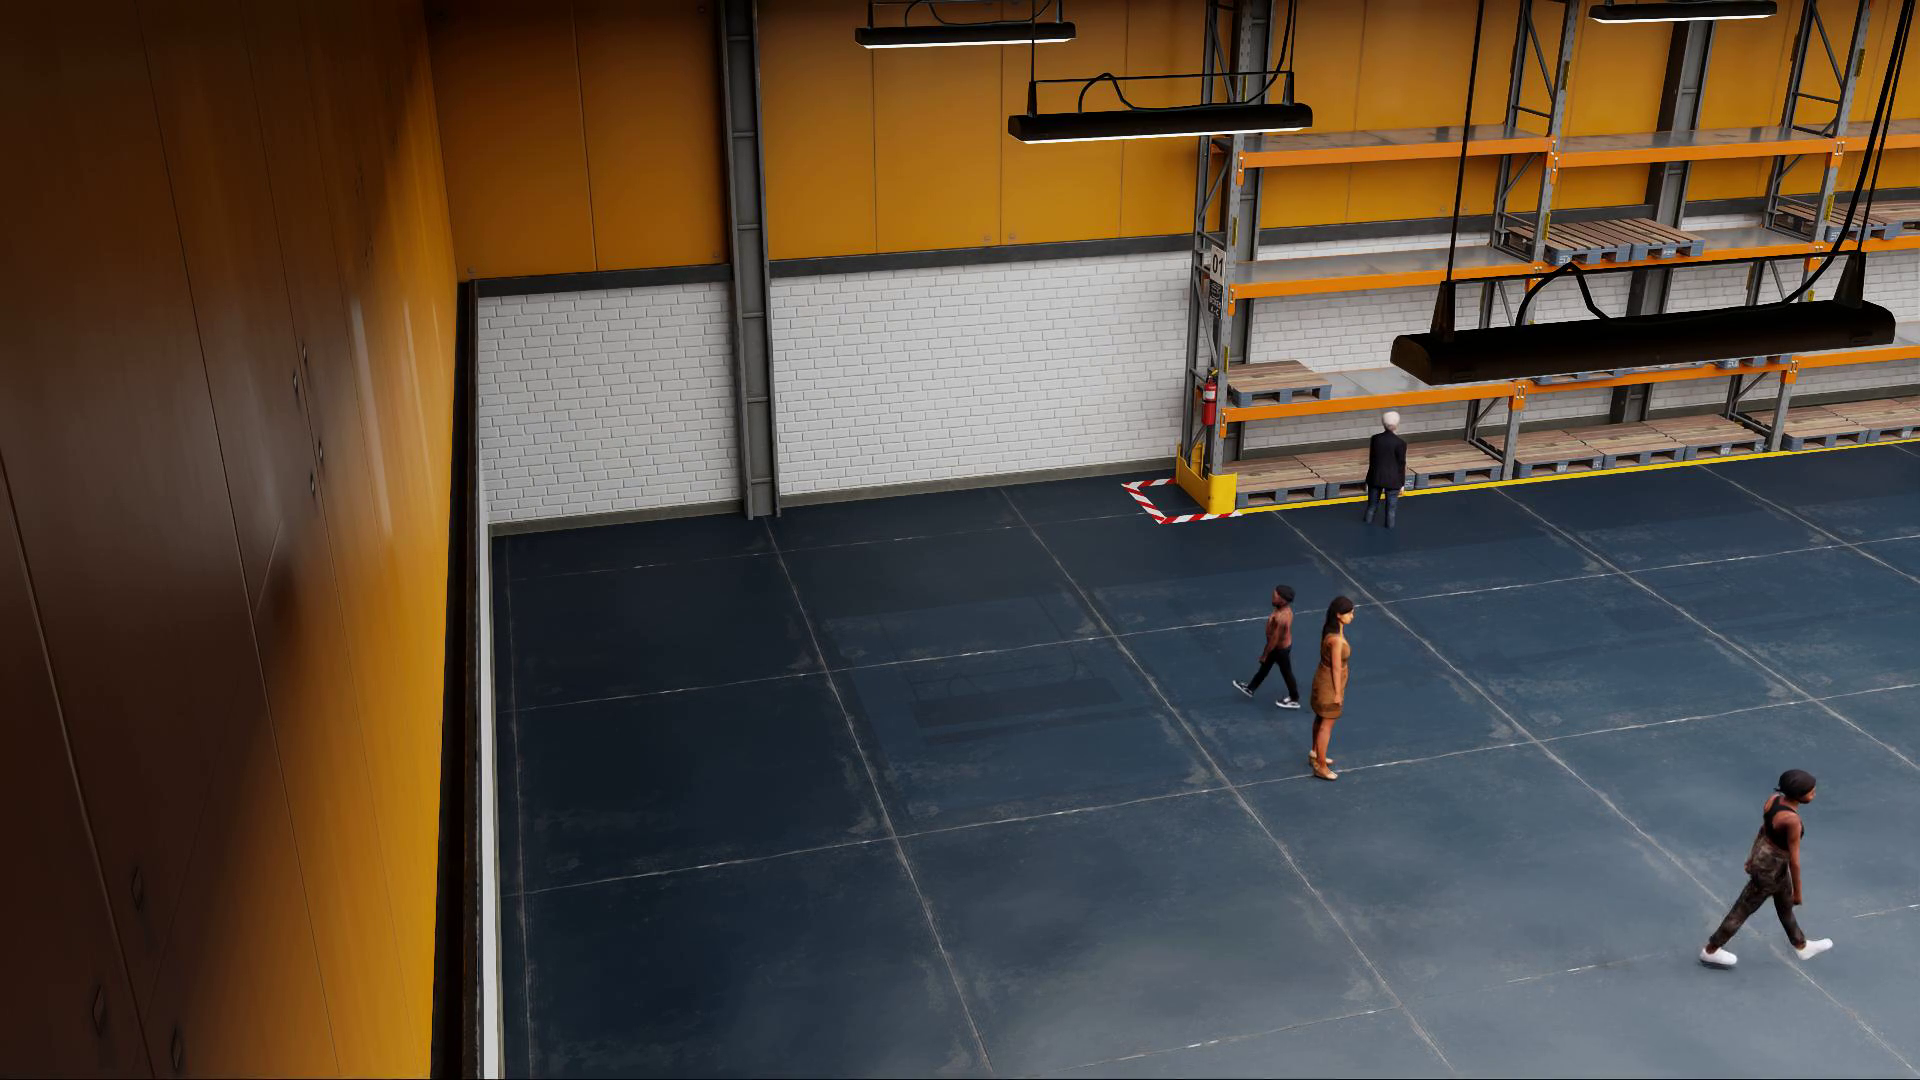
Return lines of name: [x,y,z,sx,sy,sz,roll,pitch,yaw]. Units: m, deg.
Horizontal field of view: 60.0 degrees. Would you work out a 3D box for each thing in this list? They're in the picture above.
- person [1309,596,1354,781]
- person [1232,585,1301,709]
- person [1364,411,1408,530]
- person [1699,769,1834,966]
person: [3.196,1.261,14.369,0.608,1.684,0.627,2,24,3]
person: [3.042,1.020,15.495,0.956,1.224,0.820,7,25,17]
person: [5.036,-0.661,19.640,0.824,1.780,0.767,19,30,37]
person: [5.673,2.376,11.857,1.226,1.653,0.895,2,24,5]
